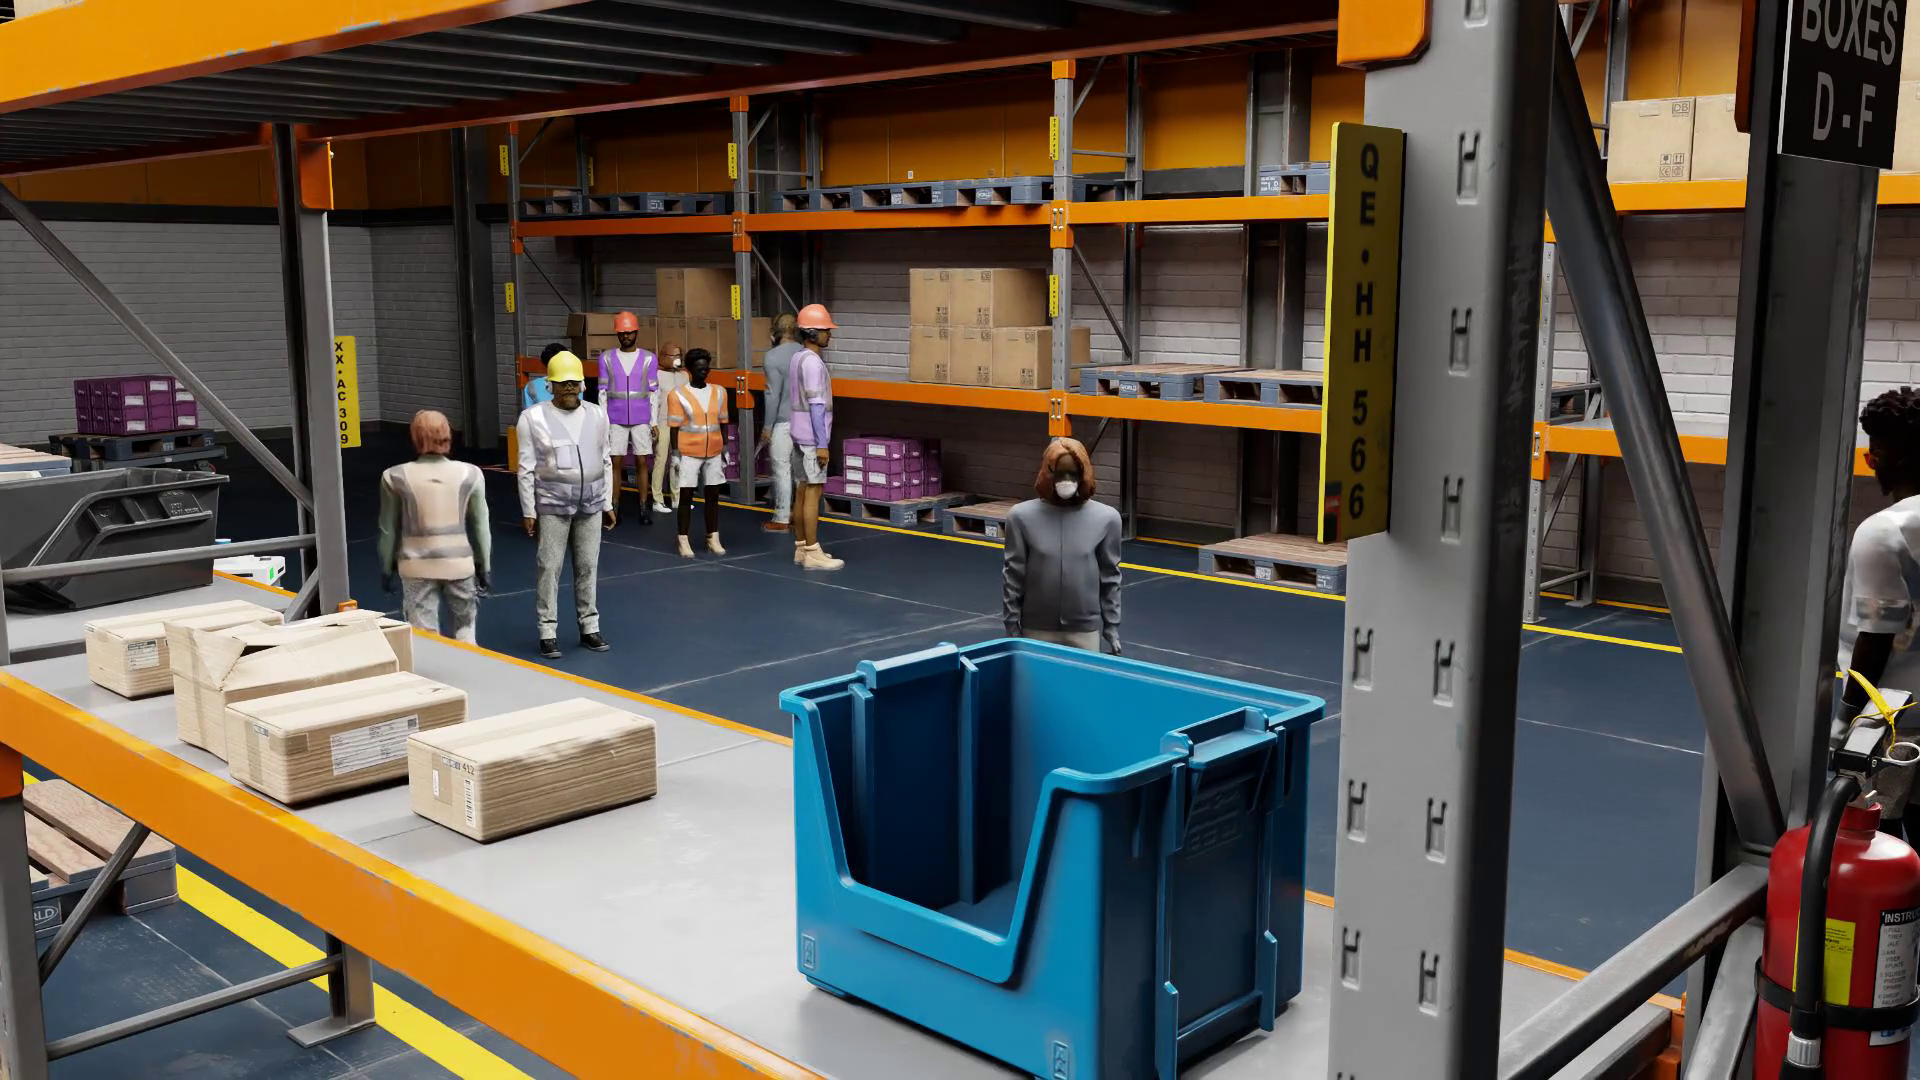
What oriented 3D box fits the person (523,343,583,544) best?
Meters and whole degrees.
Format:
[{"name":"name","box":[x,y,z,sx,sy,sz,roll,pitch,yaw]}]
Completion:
[{"name":"person","box":[-3.399,-0.810,14.028,0.540,1.695,0.317,1,9,8]}]

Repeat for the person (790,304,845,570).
[{"name":"person","box":[-1.119,-0.790,12.848,0.374,2.045,0.603,-3,10,-19]}]

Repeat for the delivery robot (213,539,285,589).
[{"name":"delivery robot","box":[-4.786,0.235,10.830,0.707,0.478,0.477,-2,9,-9]}]

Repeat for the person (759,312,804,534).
[{"name":"person","box":[-1.532,-1.026,14.621,0.408,1.937,0.673,6,11,33]}]

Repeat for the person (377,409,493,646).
[{"name":"person","box":[-2.599,0.170,8.241,0.528,1.625,0.421,-5,10,-27]}]

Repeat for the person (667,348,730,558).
[{"name":"person","box":[-2.098,-0.695,13.361,0.533,1.686,0.322,-6,11,-33]}]

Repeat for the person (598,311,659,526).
[{"name":"person","box":[-2.982,-1.087,14.989,0.542,1.939,0.364,-2,9,-11]}]

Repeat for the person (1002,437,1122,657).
[{"name":"person","box":[0.422,0.385,6.901,0.498,1.632,0.285,0,9,-1]}]

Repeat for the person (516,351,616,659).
[{"name":"person","box":[-2.339,-0.214,9.959,0.600,1.829,0.404,-7,11,-35]}]

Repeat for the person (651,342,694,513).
[{"name":"person","box":[-2.761,-1.074,15.880,0.284,1.625,0.492,7,11,35]}]

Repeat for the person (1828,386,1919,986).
[{"name":"person","box":[2.914,0.503,5.176,0.603,1.959,0.377,-5,11,-30]}]
